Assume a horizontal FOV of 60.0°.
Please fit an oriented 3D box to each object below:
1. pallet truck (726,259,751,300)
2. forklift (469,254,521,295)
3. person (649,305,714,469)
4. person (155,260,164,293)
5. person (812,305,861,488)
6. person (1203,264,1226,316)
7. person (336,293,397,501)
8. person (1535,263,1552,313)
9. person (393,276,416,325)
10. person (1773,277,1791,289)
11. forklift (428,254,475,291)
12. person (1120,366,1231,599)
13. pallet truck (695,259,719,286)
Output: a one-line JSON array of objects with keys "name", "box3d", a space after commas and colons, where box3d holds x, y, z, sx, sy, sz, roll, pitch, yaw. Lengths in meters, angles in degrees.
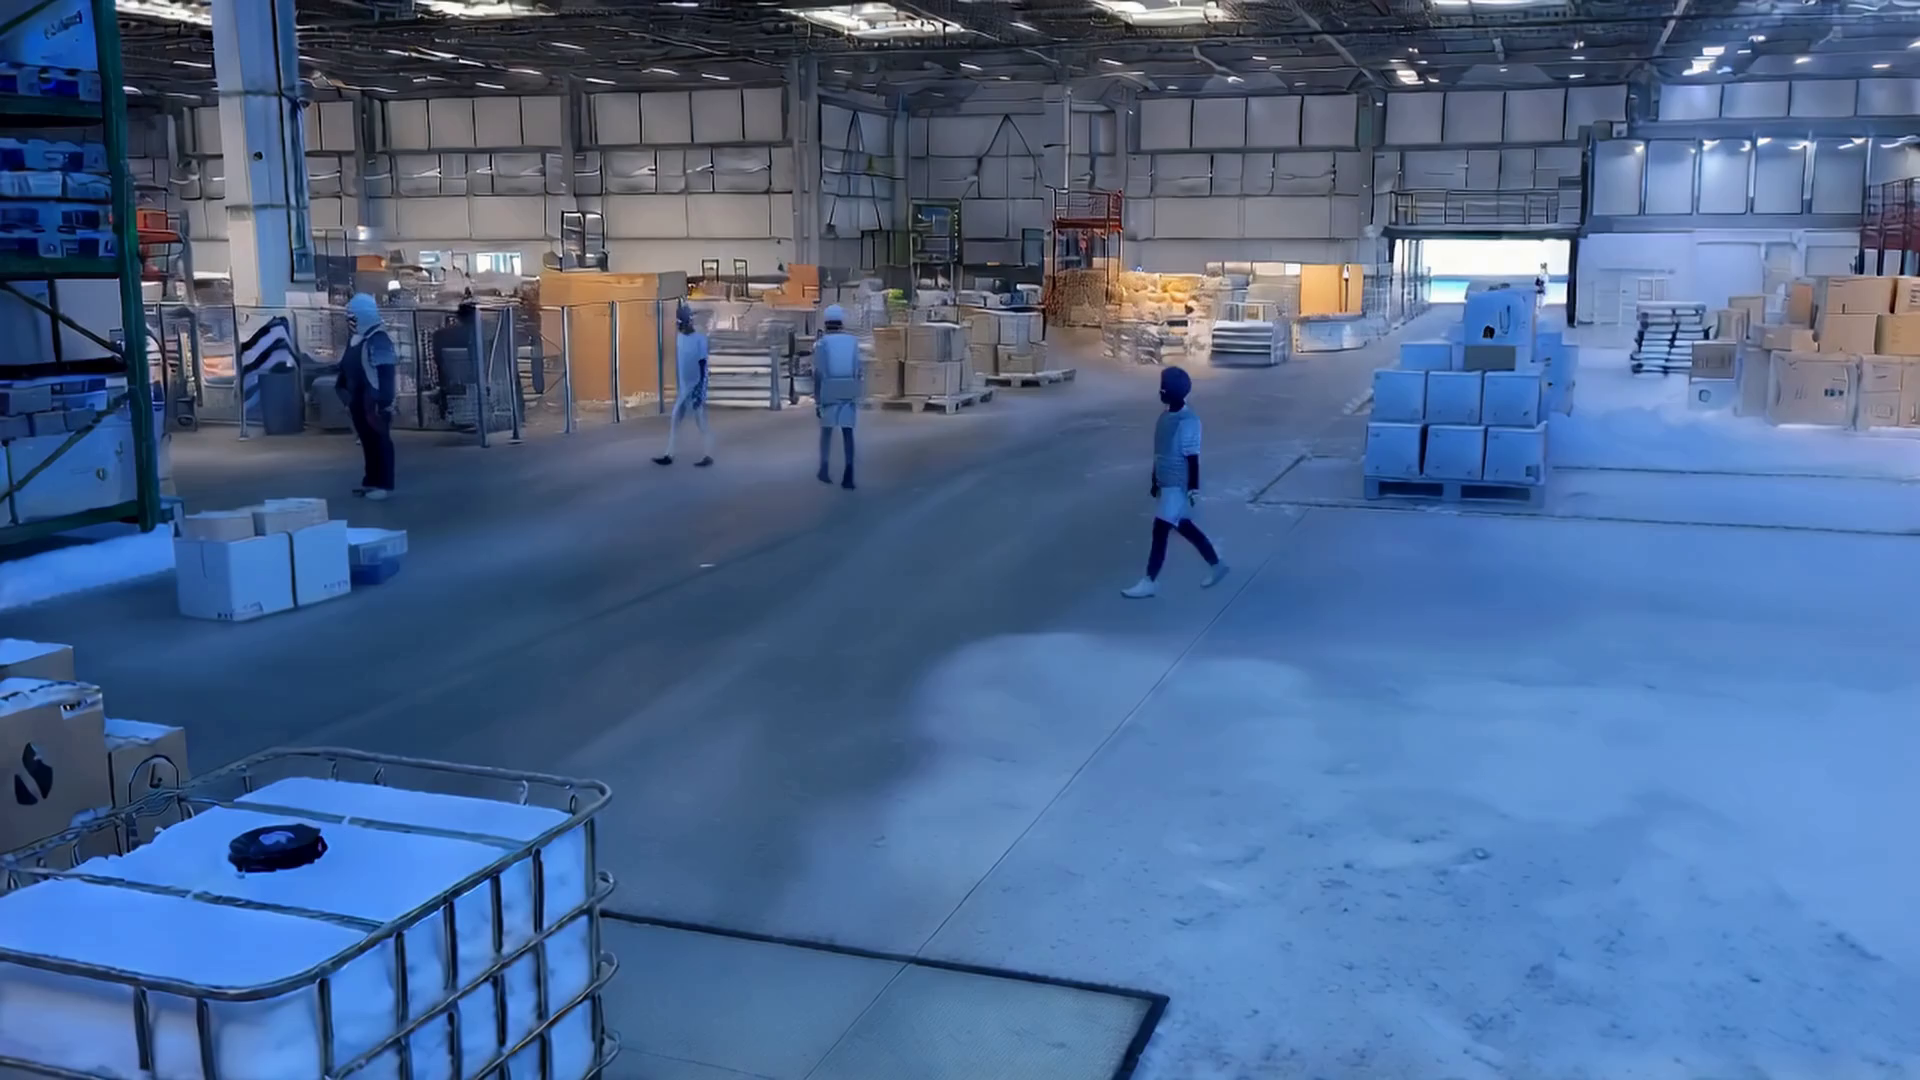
[{"name": "pallet truck", "box3d": [-7.986, -9.493, 62.019, 0.823, 1.965, 1.885, 3, 11, 17]}, {"name": "forklift", "box3d": [-17.990, -10.121, 64.684, 1.157, 1.987, 2.680, 3, 11, 17]}, {"name": "person", "box3d": [-3.078, -1.681, 18.484, 0.558, 1.829, 0.914, 8, 13, 39]}, {"name": "person", "box3d": [-33.880, -10.907, 70.408, 0.390, 1.846, 0.565, 0, 10, 0]}, {"name": "person", "box3d": [-1.279, -1.489, 17.290, 0.535, 1.884, 0.973, -3, 10, -15]}, {"name": "person", "box3d": [6.228, -5.712, 40.643, 0.629, 2.023, 0.451, 9, 14, 42]}, {"name": "person", "box3d": [-5.831, -1.403, 16.336, 0.537, 2.000, 0.675, -8, 13, -38]}, {"name": "person", "box3d": [21.579, -9.339, 61.586, 0.567, 1.850, 0.947, 3, 10, 15]}, {"name": "person", "box3d": [-13.175, -5.376, 39.512, 0.523, 1.760, 0.327, -3, 11, -18]}, {"name": "person", "box3d": [13.155, -3.210, 26.657, 0.610, 1.989, 0.392, -9, 14, -42]}, {"name": "forklift", "box3d": [-20.133, -10.254, 65.465, 1.157, 1.987, 2.680, 3, 11, 19]}, {"name": "person", "box3d": [1.578, -0.416, 11.859, 0.861, 1.657, 0.539, -3, 10, -14]}, {"name": "pallet truck", "box3d": [-9.165, -9.627, 62.776, 0.823, 1.965, 1.885, 4, 11, 23]}]
